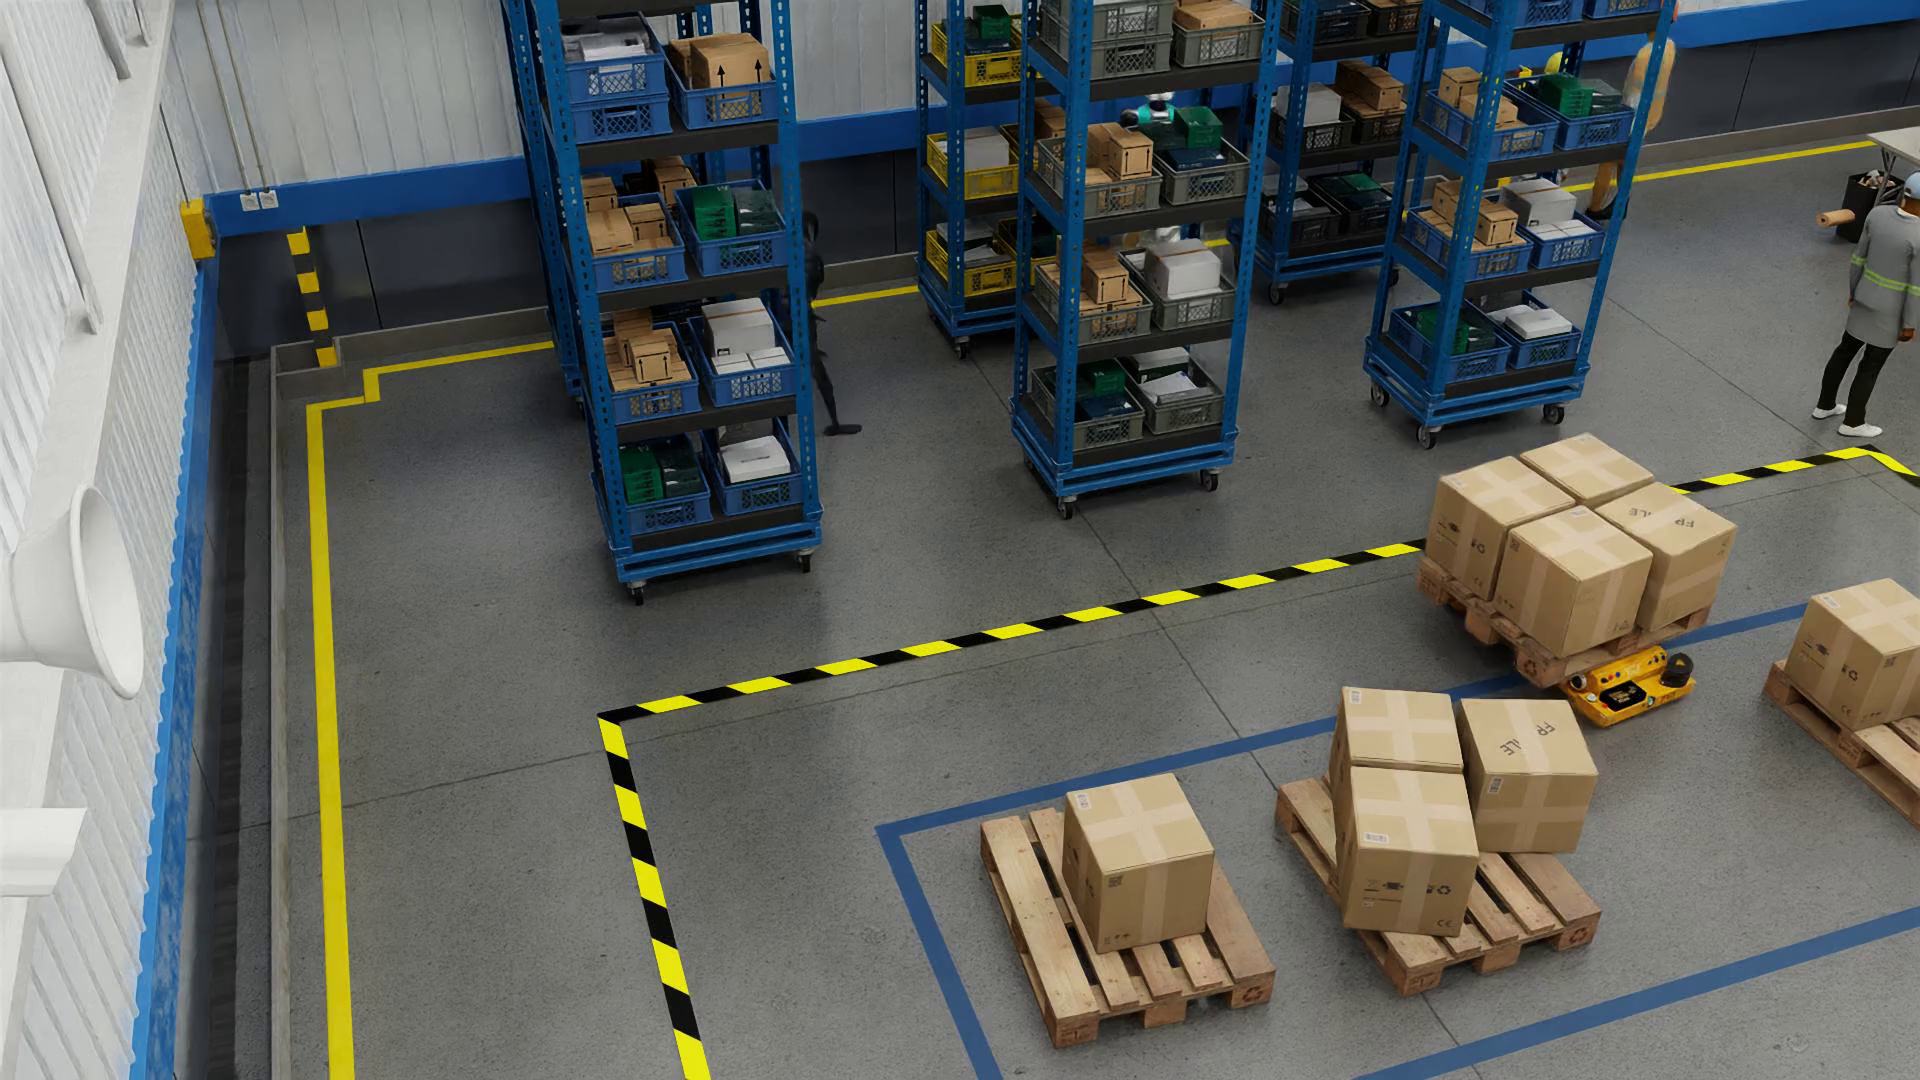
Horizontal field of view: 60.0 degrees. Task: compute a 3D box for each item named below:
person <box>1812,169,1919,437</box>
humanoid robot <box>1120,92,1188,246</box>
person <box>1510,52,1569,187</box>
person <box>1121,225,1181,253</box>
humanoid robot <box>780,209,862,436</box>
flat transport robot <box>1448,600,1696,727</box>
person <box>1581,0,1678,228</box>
[{"bbox_3d":[6.037,-1.543,10.870,0.366,1.852,0.589,-11,37,-15],"label":"person"},{"bbox_3d":[1.371,-2.676,12.579,0.531,1.790,0.782,-5,36,-7],"label":"humanoid robot"},{"bbox_3d":[4.497,-2.923,12.918,0.483,1.744,0.300,16,38,22],"label":"person"},{"bbox_3d":[1.218,-1.968,11.513,0.708,1.803,0.614,21,40,27],"label":"person"},{"bbox_3d":[-1.071,-1.388,10.856,0.779,1.642,0.600,-6,36,-9],"label":"humanoid robot"},{"bbox_3d":[3.364,0.468,9.368,0.652,0.197,1.431,-16,38,-22],"label":"flat transport robot"},{"bbox_3d":[5.455,-3.436,13.515,0.411,1.896,0.647,27,43,33],"label":"person"}]
